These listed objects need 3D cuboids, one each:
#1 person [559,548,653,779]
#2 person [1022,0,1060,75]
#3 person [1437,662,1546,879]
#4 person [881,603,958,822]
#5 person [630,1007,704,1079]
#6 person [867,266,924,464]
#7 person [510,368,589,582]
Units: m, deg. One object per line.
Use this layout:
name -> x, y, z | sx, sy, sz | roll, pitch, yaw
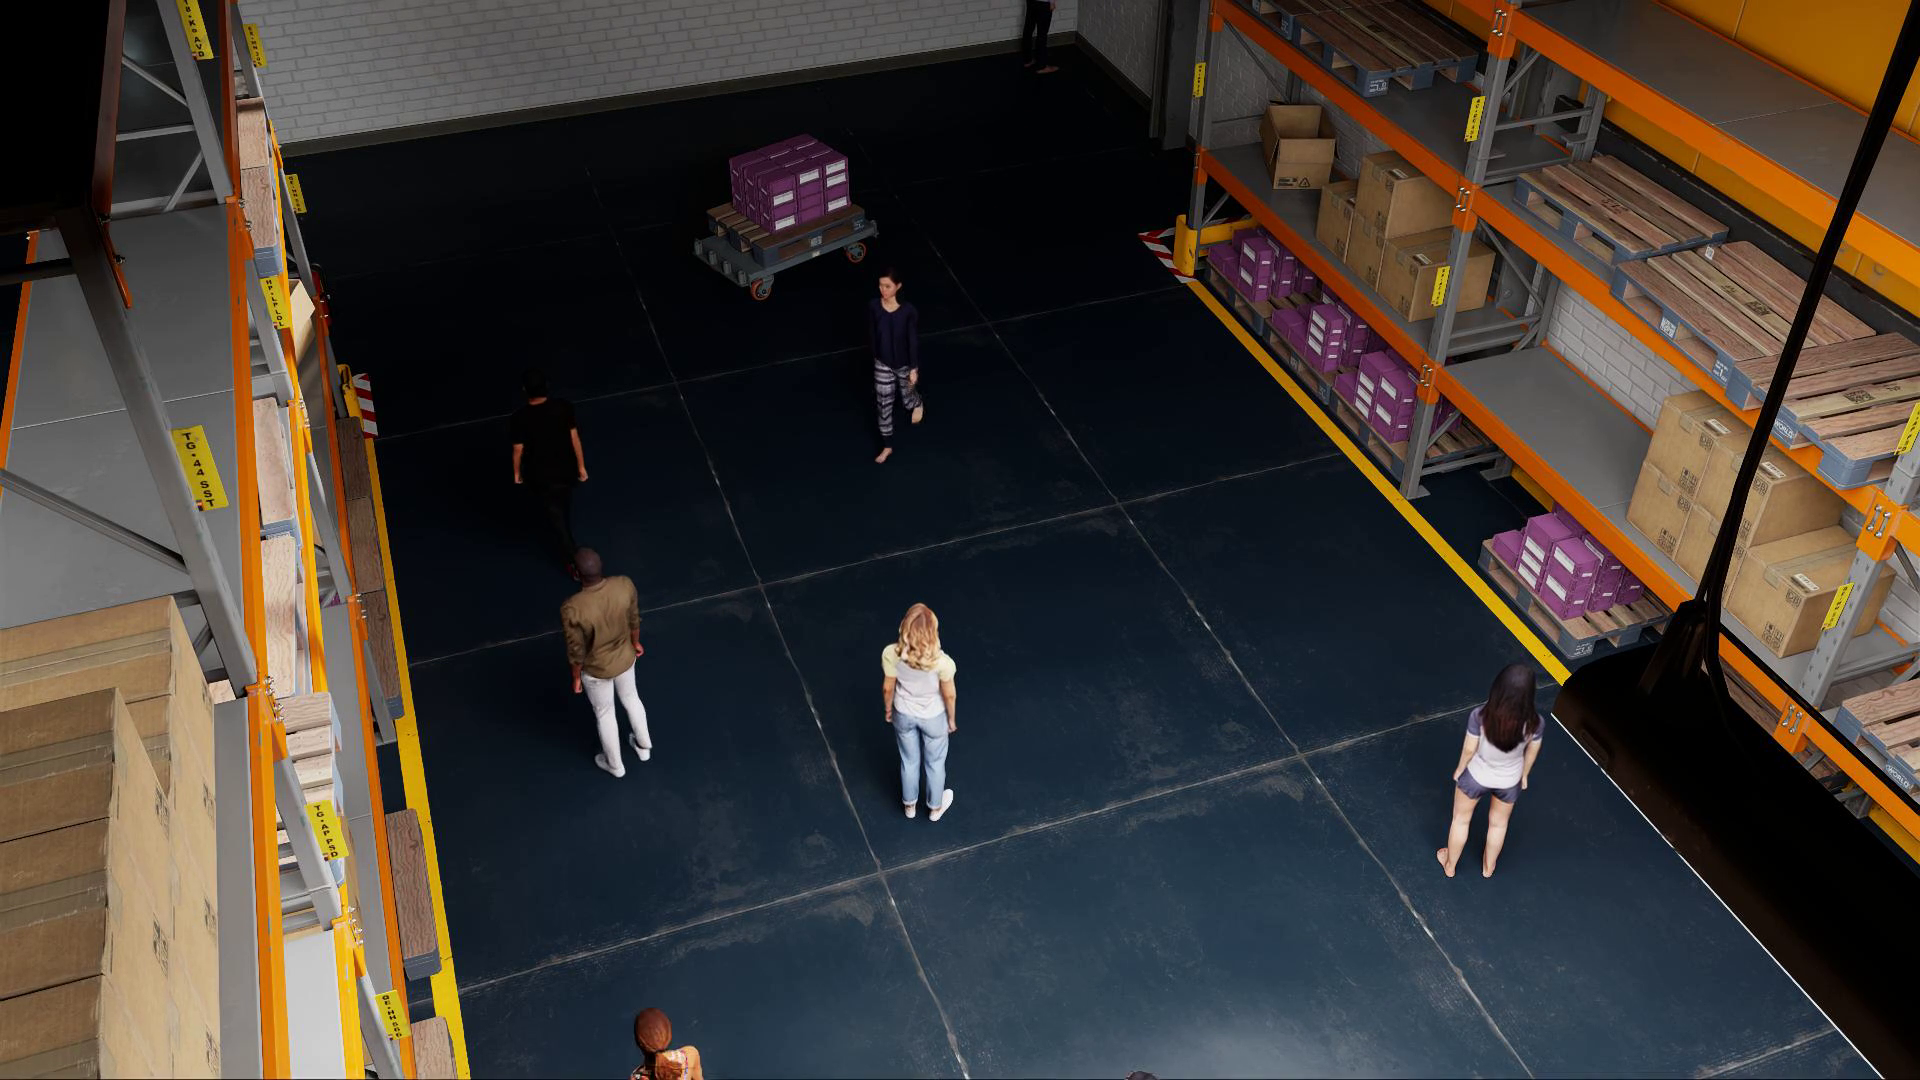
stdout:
person -> -2.275, 0.783, 10.717 | 0.800, 1.825, 0.730 | -30, 47, -32
person -> 0.938, -6.522, 19.842 | 0.794, 1.852, 0.609 | -24, 44, -27
person -> 3.204, 1.403, 10.037 | 0.670, 1.706, 0.660 | 4, 39, 4
person -> -0.249, 1.093, 10.413 | 0.710, 1.722, 0.719 | 8, 39, 10
person -> -1.330, 2.967, 8.041 | 0.763, 1.752, 1.198 | -23, 44, -26
person -> -0.494, -1.506, 13.677 | 0.977, 1.707, 1.105 | 11, 40, 14
person -> -3.002, -0.452, 12.349 | 0.808, 1.719, 1.150 | -21, 43, -24
